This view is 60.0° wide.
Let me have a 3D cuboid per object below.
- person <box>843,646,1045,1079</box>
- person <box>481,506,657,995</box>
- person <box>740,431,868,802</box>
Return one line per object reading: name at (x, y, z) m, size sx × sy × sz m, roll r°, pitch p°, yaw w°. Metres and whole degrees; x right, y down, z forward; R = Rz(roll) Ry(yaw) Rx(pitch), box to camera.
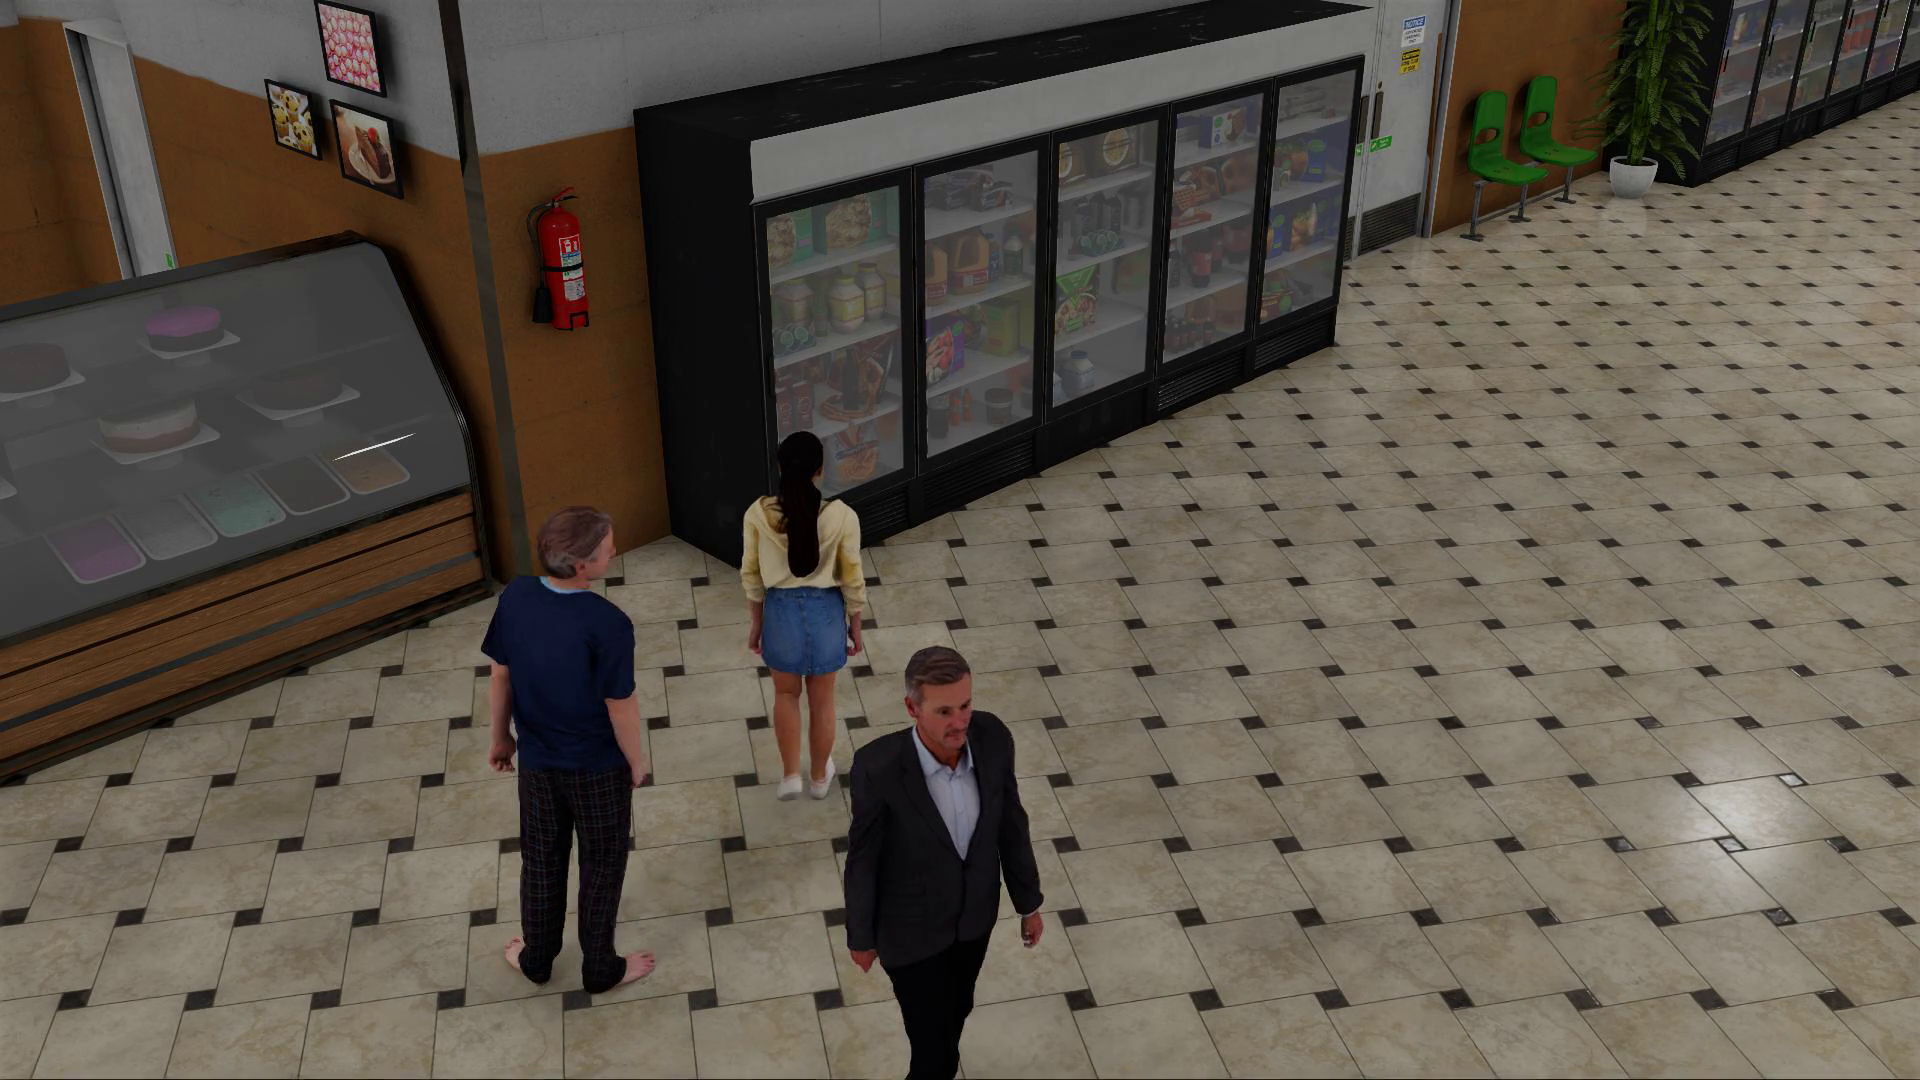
person at (-0.104, 1.066, 4.917) m, size 0.779 × 1.818 × 0.828 m, roll -19°, pitch 33°, yaw -33°
person at (-1.359, 0.733, 5.537) m, size 0.697 × 1.850 × 0.917 m, roll 3°, pitch 27°, yaw 6°
person at (-0.618, 0.373, 6.502) m, size 0.868 × 1.619 × 0.928 m, roll 0°, pitch 27°, yaw 0°
